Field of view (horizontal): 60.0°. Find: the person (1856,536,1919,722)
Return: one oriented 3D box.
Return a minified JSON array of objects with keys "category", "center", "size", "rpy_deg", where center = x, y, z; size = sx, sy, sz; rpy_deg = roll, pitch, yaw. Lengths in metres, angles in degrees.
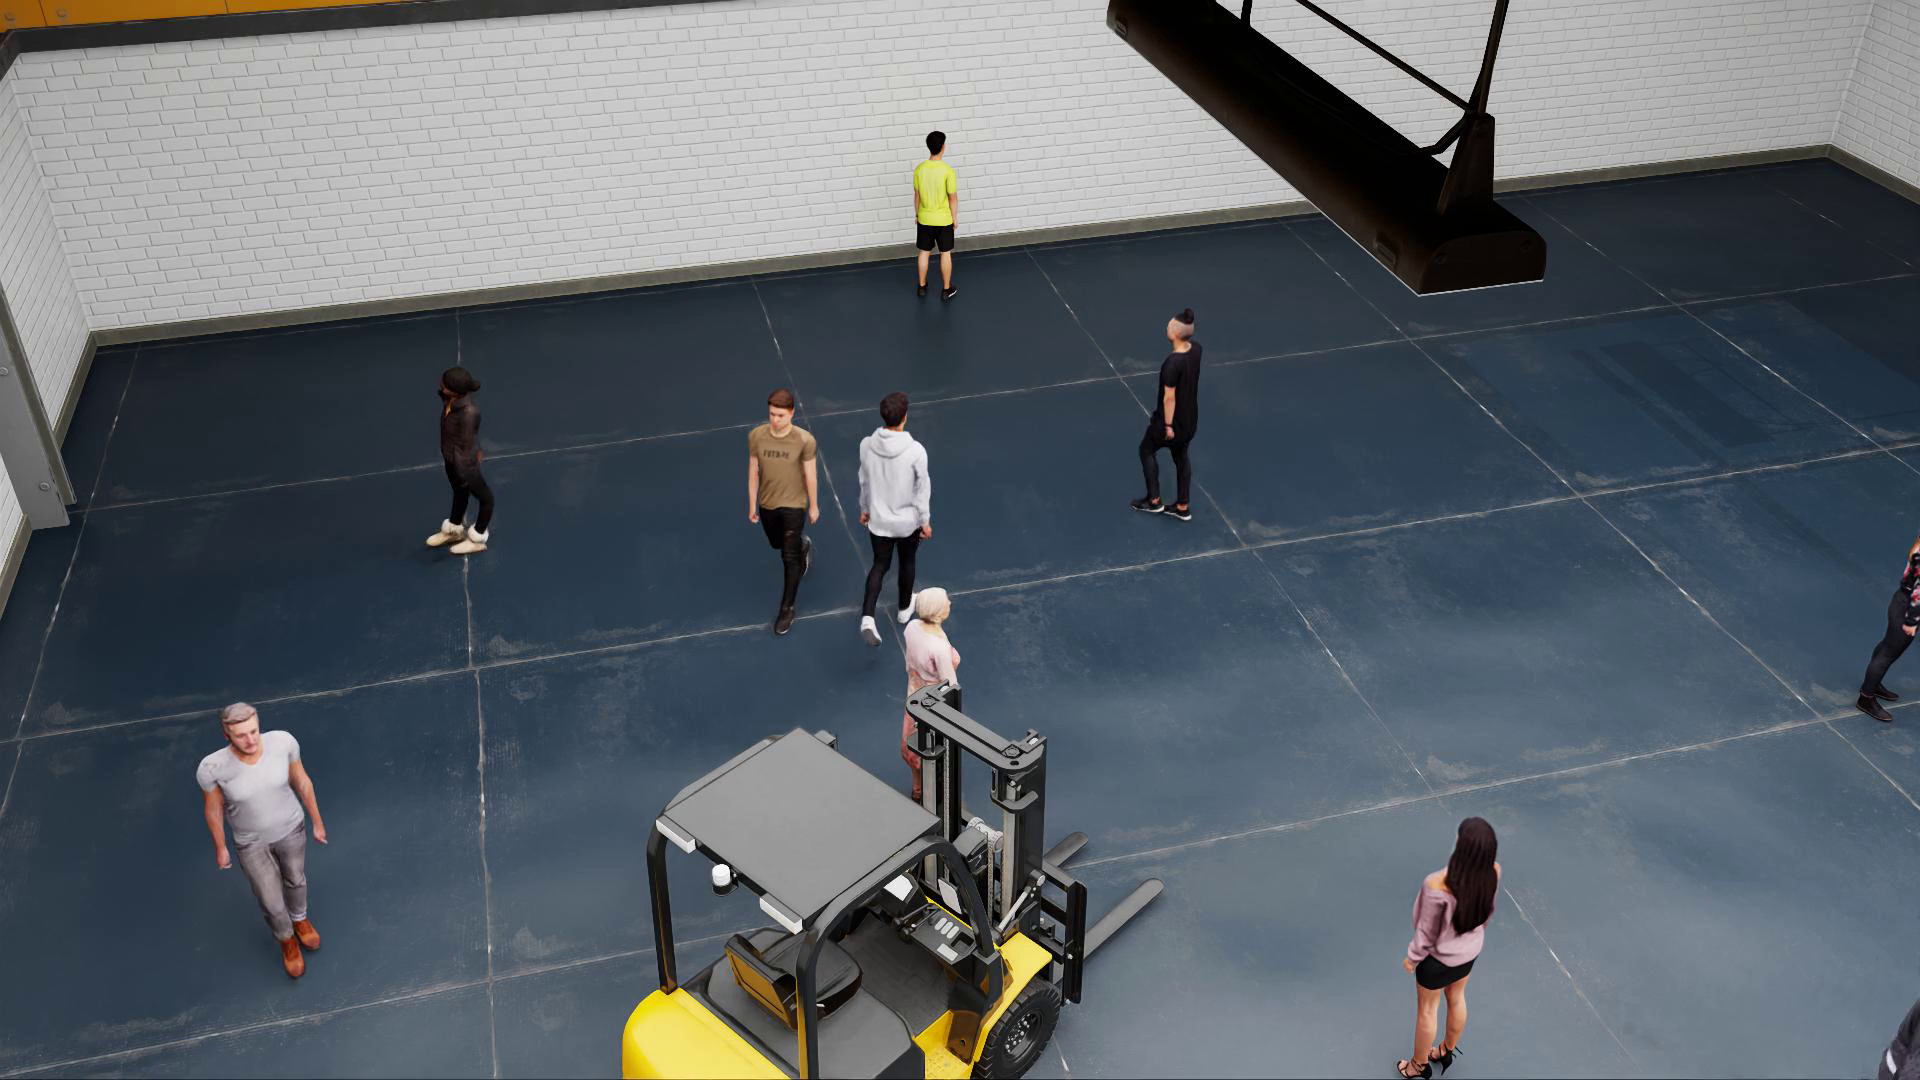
[{"category":"person","center":[6.377,0.434,11.156],"size":[0.694,1.684,0.651],"rpy_deg":[21,39,28]}]

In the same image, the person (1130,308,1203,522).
[{"category":"person","center":[1.772,-0.967,13.114],"size":[0.908,1.849,0.856],"rpy_deg":[25,41,32]}]

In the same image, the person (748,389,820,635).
[{"category":"person","center":[-1.263,-0.303,12.138],"size":[1.055,1.825,1.272],"rpy_deg":[8,34,12]}]

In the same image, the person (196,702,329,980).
[{"category":"person","center":[-3.901,1.586,9.306],"size":[0.856,1.812,0.865],"rpy_deg":[-25,41,-33]}]

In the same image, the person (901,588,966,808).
[{"category":"person","center":[-0.177,1.009,10.284],"size":[0.735,1.691,0.627],"rpy_deg":[-23,40,-30]}]

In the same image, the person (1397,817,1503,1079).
[{"category":"person","center":[2.506,2.117,8.509],"size":[0.645,1.811,0.568],"rpy_deg":[-13,36,-19]}]

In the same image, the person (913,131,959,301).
[{"category":"person","center":[-0.246,-3.250,16.680],"size":[0.691,1.705,0.708],"rpy_deg":[11,35,16]}]

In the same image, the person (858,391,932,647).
[{"category":"person","center":[-0.496,-0.103,11.767],"size":[1.064,1.900,1.225],"rpy_deg":[10,35,15]}]

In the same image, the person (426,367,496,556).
[{"category":"person","center":[-3.895,-0.589,12.748],"size":[0.831,1.624,0.853],"rpy_deg":[17,37,24]}]
